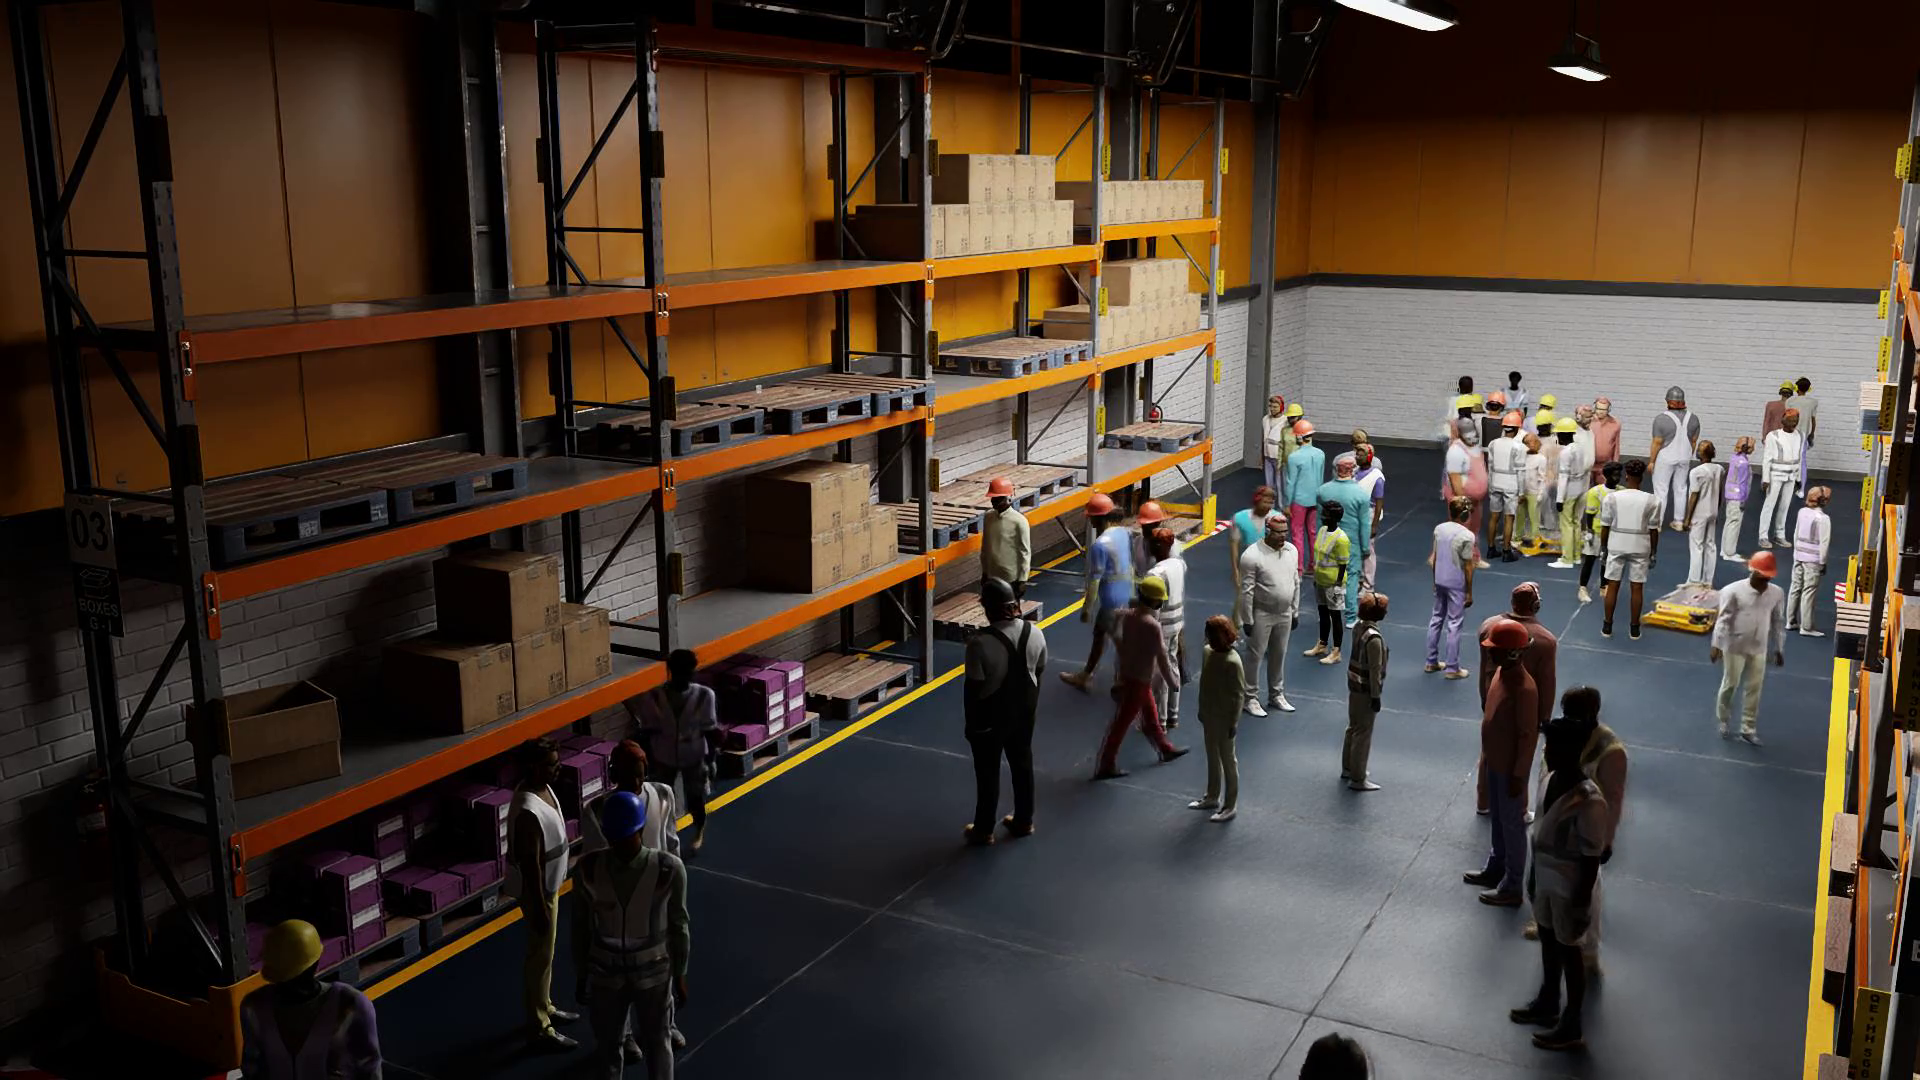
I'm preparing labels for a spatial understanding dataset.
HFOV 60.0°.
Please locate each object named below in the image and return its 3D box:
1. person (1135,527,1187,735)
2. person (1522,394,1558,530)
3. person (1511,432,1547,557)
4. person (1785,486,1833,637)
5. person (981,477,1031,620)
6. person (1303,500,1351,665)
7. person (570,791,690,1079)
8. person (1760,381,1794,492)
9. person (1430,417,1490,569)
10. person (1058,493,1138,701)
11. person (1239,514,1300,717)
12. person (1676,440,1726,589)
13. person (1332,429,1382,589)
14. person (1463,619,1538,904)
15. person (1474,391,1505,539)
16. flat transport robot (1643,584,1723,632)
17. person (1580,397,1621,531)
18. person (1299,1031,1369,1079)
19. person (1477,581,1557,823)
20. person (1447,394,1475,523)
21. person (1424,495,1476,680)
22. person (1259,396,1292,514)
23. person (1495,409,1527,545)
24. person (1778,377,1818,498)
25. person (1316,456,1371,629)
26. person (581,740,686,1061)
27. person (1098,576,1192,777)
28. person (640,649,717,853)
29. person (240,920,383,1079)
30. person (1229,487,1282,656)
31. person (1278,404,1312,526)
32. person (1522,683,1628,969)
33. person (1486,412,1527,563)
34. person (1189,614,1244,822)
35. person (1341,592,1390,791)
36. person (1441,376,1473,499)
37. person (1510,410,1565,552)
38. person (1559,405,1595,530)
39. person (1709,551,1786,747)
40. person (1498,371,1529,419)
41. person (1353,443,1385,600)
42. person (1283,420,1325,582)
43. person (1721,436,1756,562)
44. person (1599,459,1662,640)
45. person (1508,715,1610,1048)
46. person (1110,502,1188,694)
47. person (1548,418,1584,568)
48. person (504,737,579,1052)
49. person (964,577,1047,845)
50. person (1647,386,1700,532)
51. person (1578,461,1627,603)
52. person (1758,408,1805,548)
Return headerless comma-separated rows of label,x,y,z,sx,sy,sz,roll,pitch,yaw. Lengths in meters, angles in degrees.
person,1.792,0.809,14.842,0.355,1.883,0.573,9,15,34
person,8.140,-1.097,23.350,0.614,1.899,0.419,7,15,30
person,7.410,-0.600,21.716,0.283,1.633,0.498,-8,15,-30
person,9.208,0.224,18.020,0.315,1.636,0.515,-2,13,-7
person,0.429,0.348,16.654,0.395,1.993,0.616,-12,17,-42
person,3.769,0.423,16.991,0.318,1.697,0.533,-4,13,-18
person,-1.677,2.197,8.478,0.604,1.949,0.389,0,13,-2
person,12.785,-1.597,25.911,0.534,1.757,0.337,6,14,25
person,6.314,-0.611,20.844,0.631,2.000,0.733,10,16,37
person,1.332,0.542,15.774,0.964,1.997,0.625,6,14,24
person,2.877,0.686,15.362,0.645,1.900,0.399,-7,14,-28
person,8.825,-0.275,19.787,0.506,1.843,0.351,-5,14,-22
person,4.774,-0.376,20.028,0.631,1.939,0.372,8,15,32
person,3.737,1.512,11.440,0.397,1.992,0.621,0,13,0
person,7.241,-1.018,22.708,0.612,2.029,0.407,4,13,18
flat transport robot,8.299,0.753,18.732,0.652,0.197,1.431,11,17,41
person,8.835,-1.043,23.099,0.637,1.901,0.403,1,13,3
person,1.265,2.695,6.044,0.704,2.000,1.008,-5,13,-20
person,4.304,1.252,12.844,0.397,1.900,0.634,-11,17,-41
person,7.018,-1.075,23.184,0.382,1.925,0.594,-8,15,-33
person,4.883,0.465,16.502,0.349,1.837,0.502,-7,15,-30
person,4.518,-1.147,23.711,0.393,1.836,0.560,-8,15,-33
person,7.488,-0.841,22.351,0.390,1.834,0.611,1,13,4
person,12.850,-1.574,25.542,0.535,1.869,0.314,0,13,1
person,4.240,0.019,18.358,0.646,1.898,0.398,11,17,42
person,-1.843,2.025,9.419,0.584,1.878,0.369,-10,16,-37
person,1.563,1.126,13.817,0.951,1.704,0.534,-4,13,-18
person,-2.021,1.550,12.008,0.569,1.664,0.513,0,13,-2
person,-2.774,2.512,7.123,0.594,1.922,0.386,0,13,2
person,3.101,0.321,17.264,0.591,1.785,0.801,1,13,3
person,4.686,-1.040,23.385,0.331,1.767,0.527,-12,17,-43
person,3.913,1.782,10.610,0.429,1.842,0.627,-5,14,-23
person,7.040,-0.679,21.410,0.387,1.929,0.544,-9,16,-35
person,2.003,1.367,12.907,0.277,1.631,0.506,-5,14,-23
person,3.312,1.225,13.550,0.312,1.631,0.514,0,13,-1
person,7.598,-1.540,25.296,0.498,1.907,0.649,-2,13,-9
person,7.631,-0.782,21.980,0.960,1.873,0.602,-4,13,-17
person,8.321,-0.881,22.395,0.653,1.894,0.400,-12,17,-42
person,6.929,0.924,14.648,0.648,1.734,0.621,-1,13,-4
person,9.351,-2.068,28.212,0.545,1.671,0.613,4,13,16
person,4.753,-0.230,19.576,0.390,1.846,0.565,-6,14,-24
person,4.203,-0.486,20.422,0.608,1.985,0.414,-9,15,-35
person,10.017,-0.533,21.422,0.319,1.631,0.524,2,13,11
person,7.178,0.100,17.862,0.599,1.958,0.375,7,14,28
person,3.463,1.948,9.561,0.368,1.964,0.630,-2,13,-8
person,1.864,0.561,15.965,0.550,1.887,1.010,11,17,40
person,7.682,-0.599,21.097,0.426,1.913,0.600,9,16,36
person,-2.419,2.010,9.549,0.374,1.843,0.575,-2,13,-10
person,0.286,1.257,12.482,0.681,2.000,0.535,-8,15,-31
person,9.882,-1.136,23.196,0.672,2.000,0.536,-2,13,-9
person,7.497,-0.092,19.332,0.547,1.689,0.322,-3,13,-13
person,10.953,-0.825,22.155,0.584,1.882,0.337,-3,13,-13
